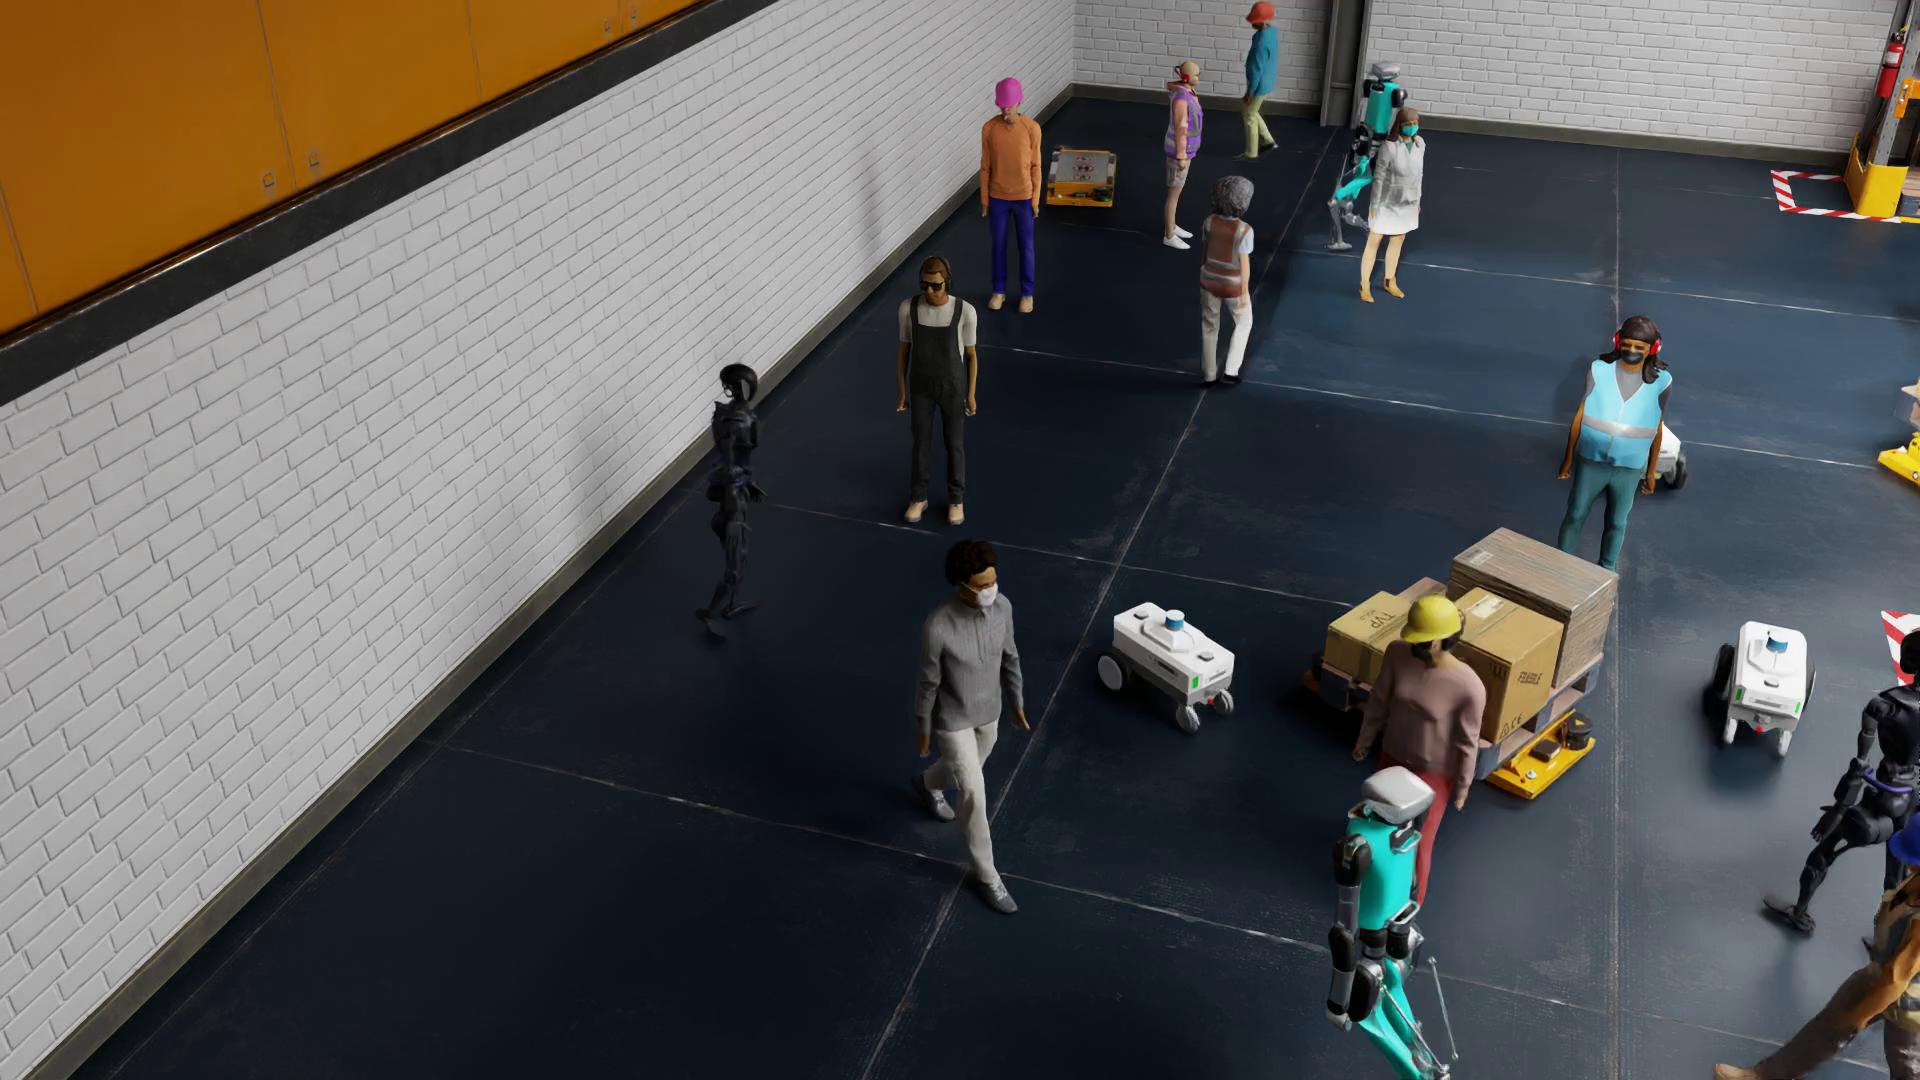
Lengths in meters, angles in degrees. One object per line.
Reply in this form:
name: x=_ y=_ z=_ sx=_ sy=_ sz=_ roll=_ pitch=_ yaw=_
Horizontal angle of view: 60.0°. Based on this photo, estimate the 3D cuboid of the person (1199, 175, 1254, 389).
person: x=2.001 y=-1.939 z=12.532 sx=0.452 sy=1.675 sz=0.414 roll=19 pitch=35 yaw=28

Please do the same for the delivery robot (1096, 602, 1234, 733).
delivery robot: x=1.166 y=0.655 z=9.220 sx=0.499 sy=0.586 sz=0.783 roll=-21 pitch=36 yaw=-32

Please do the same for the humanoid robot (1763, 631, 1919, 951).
humanoid robot: x=4.066 y=1.142 z=7.308 sx=0.615 sy=1.642 sz=0.596 roll=-10 pitch=32 yaw=-17

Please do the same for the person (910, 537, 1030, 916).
person: x=0.014 y=0.760 z=7.768 sx=0.548 sy=1.862 sz=0.933 roll=-20 pitch=36 yaw=-31

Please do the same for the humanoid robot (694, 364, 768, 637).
humanoid robot: x=-1.356 y=-0.246 z=9.661 sx=0.436 sy=1.646 sz=0.597 roll=1 pitch=30 yaw=2

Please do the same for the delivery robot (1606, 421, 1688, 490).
delivery robot: x=4.673 y=-0.673 z=11.501 sx=0.499 sy=0.608 sz=0.797 roll=-2 pitch=31 yaw=-3

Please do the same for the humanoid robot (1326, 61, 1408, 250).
humanoid robot: x=3.560 y=-3.373 z=14.917 sx=0.995 sy=1.731 sz=0.557 roll=-12 pitch=33 yaw=-20

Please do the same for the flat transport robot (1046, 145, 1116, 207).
flat transport robot: x=1.244 y=-3.703 z=16.925 sx=0.659 sy=0.231 sz=1.431 roll=3 pitch=31 yaw=5

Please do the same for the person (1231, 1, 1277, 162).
person: x=3.101 y=-4.742 z=17.267 sx=0.419 sy=1.714 sz=0.590 roll=9 pitch=32 yaw=16

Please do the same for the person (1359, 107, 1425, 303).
person: x=3.684 y=-2.833 z=14.067 sx=0.486 sy=1.658 sz=0.343 roll=-10 pitch=32 yaw=-17

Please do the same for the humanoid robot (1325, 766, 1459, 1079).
humanoid robot: x=1.725 y=1.762 z=6.264 sx=0.798 sy=1.869 sz=0.556 roll=26 pitch=39 yaw=37

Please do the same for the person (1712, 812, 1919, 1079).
person: x=3.474 y=1.681 z=6.313 sx=0.891 sy=1.717 sz=0.500 roll=12 pitch=33 yaw=19

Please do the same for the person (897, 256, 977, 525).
person: x=-0.147 y=-0.956 z=10.696 sx=0.517 sy=1.844 sz=0.331 roll=4 pitch=31 yaw=7

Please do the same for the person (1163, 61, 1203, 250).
person: x=2.029 y=-3.531 z=15.225 sx=0.347 sy=1.694 sz=0.482 roll=7 pitch=31 yaw=11

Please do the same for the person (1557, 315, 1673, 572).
person: x=3.839 y=-0.456 z=9.824 sx=0.541 sy=1.864 sz=0.371 roll=11 pitch=32 yaw=19

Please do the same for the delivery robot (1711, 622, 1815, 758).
delivery robot: x=4.376 y=0.767 z=9.024 sx=0.499 sy=0.580 sz=0.756 roll=13 pitch=33 yaw=21

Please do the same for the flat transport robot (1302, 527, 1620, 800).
flat transport robot: x=2.660 y=0.898 z=9.098 sx=0.659 sy=0.231 sz=1.431 roll=-26 pitch=39 yaw=-37

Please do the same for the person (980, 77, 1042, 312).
person: x=0.415 y=-2.862 z=13.820 sx=0.517 sy=1.973 sz=0.400 roll=5 pitch=31 yaw=9

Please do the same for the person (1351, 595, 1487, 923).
person: x=2.100 y=0.963 z=7.537 sx=0.562 sy=1.745 sz=0.683 roll=26 pitch=39 yaw=37

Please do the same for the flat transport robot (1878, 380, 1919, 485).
flat transport robot: x=7.248 y=-0.580 z=11.613 sx=1.431 sy=0.231 sz=0.659 roll=-10 pitch=32 yaw=-16
